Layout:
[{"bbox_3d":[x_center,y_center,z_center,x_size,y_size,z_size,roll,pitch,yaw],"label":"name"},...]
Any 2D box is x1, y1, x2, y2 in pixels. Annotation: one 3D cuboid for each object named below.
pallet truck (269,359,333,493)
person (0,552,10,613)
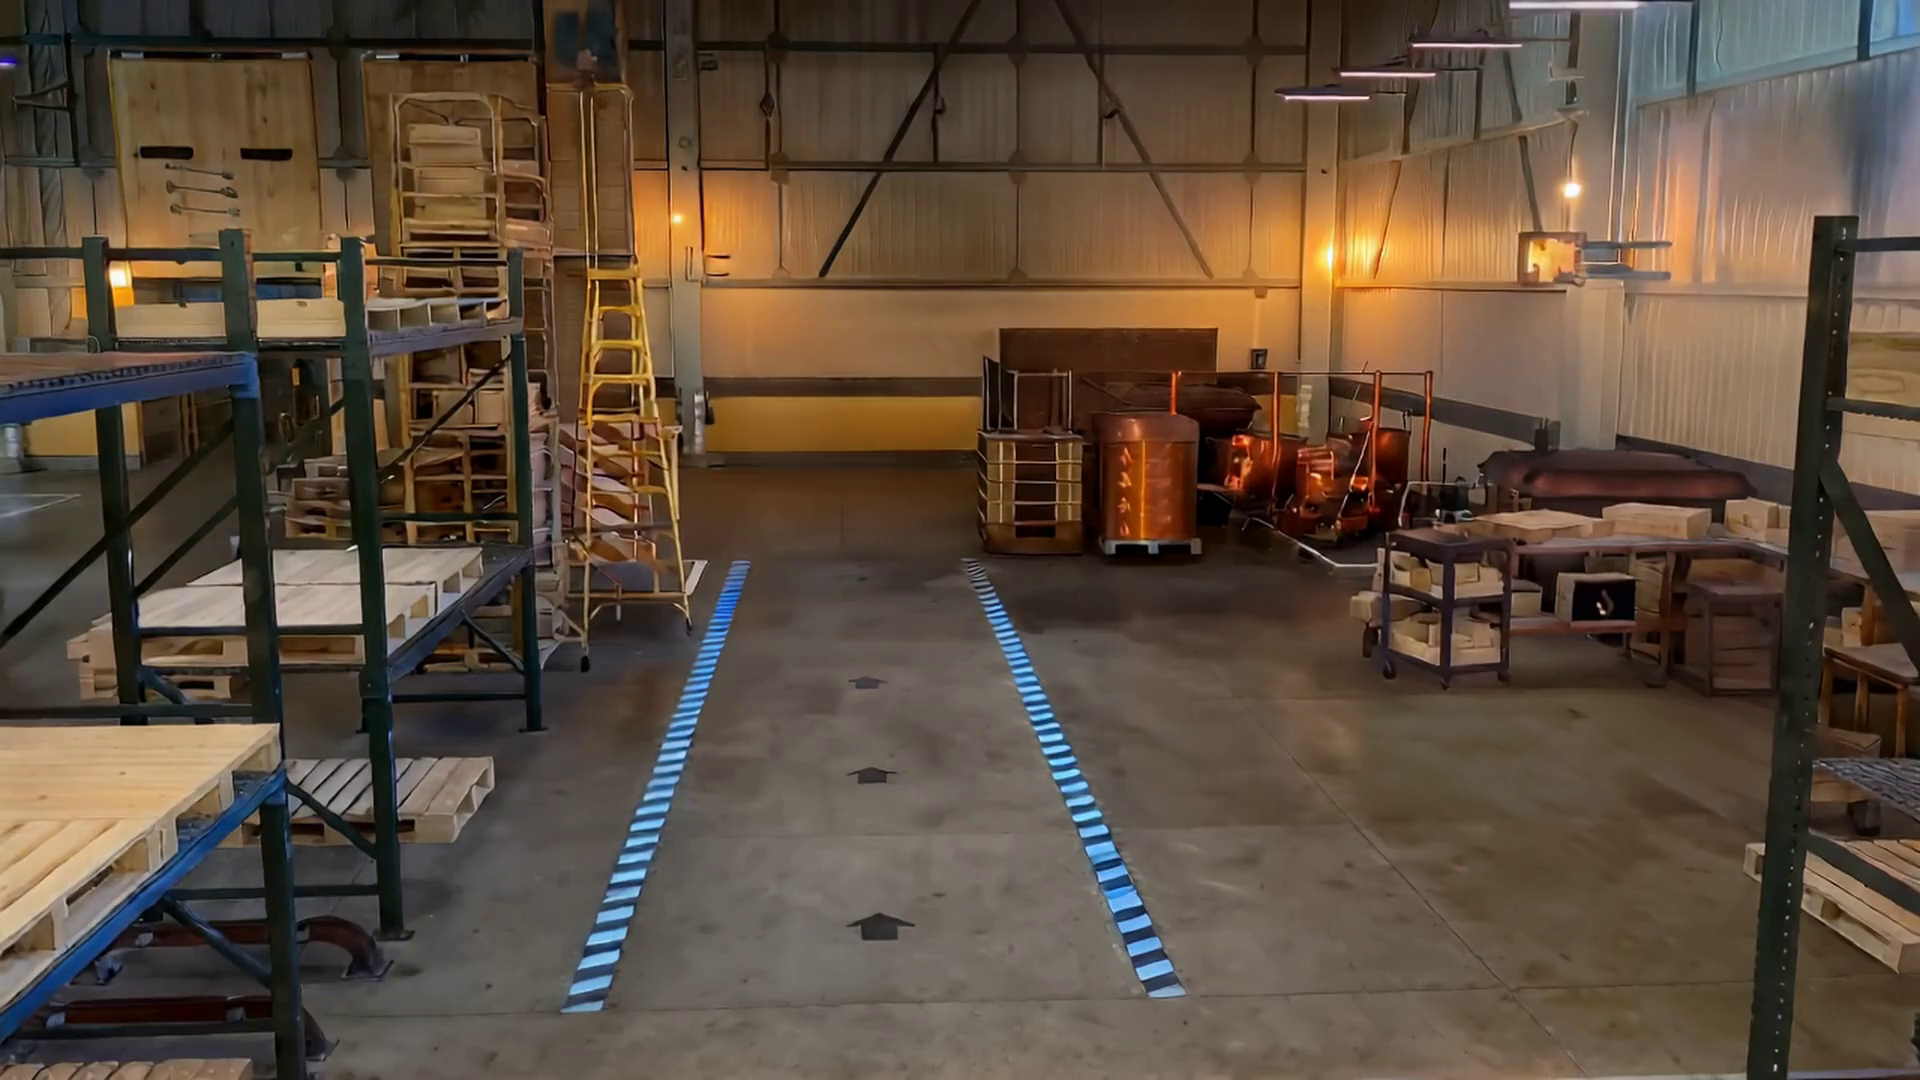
[{"bbox_3d":[-7.062,-1.131,18.996,1.885,1.965,0.823,2,9,13],"label":"pallet truck"},{"bbox_3d":[-6.045,0.326,10.085,0.701,1.917,0.661,2,9,14],"label":"person"}]
